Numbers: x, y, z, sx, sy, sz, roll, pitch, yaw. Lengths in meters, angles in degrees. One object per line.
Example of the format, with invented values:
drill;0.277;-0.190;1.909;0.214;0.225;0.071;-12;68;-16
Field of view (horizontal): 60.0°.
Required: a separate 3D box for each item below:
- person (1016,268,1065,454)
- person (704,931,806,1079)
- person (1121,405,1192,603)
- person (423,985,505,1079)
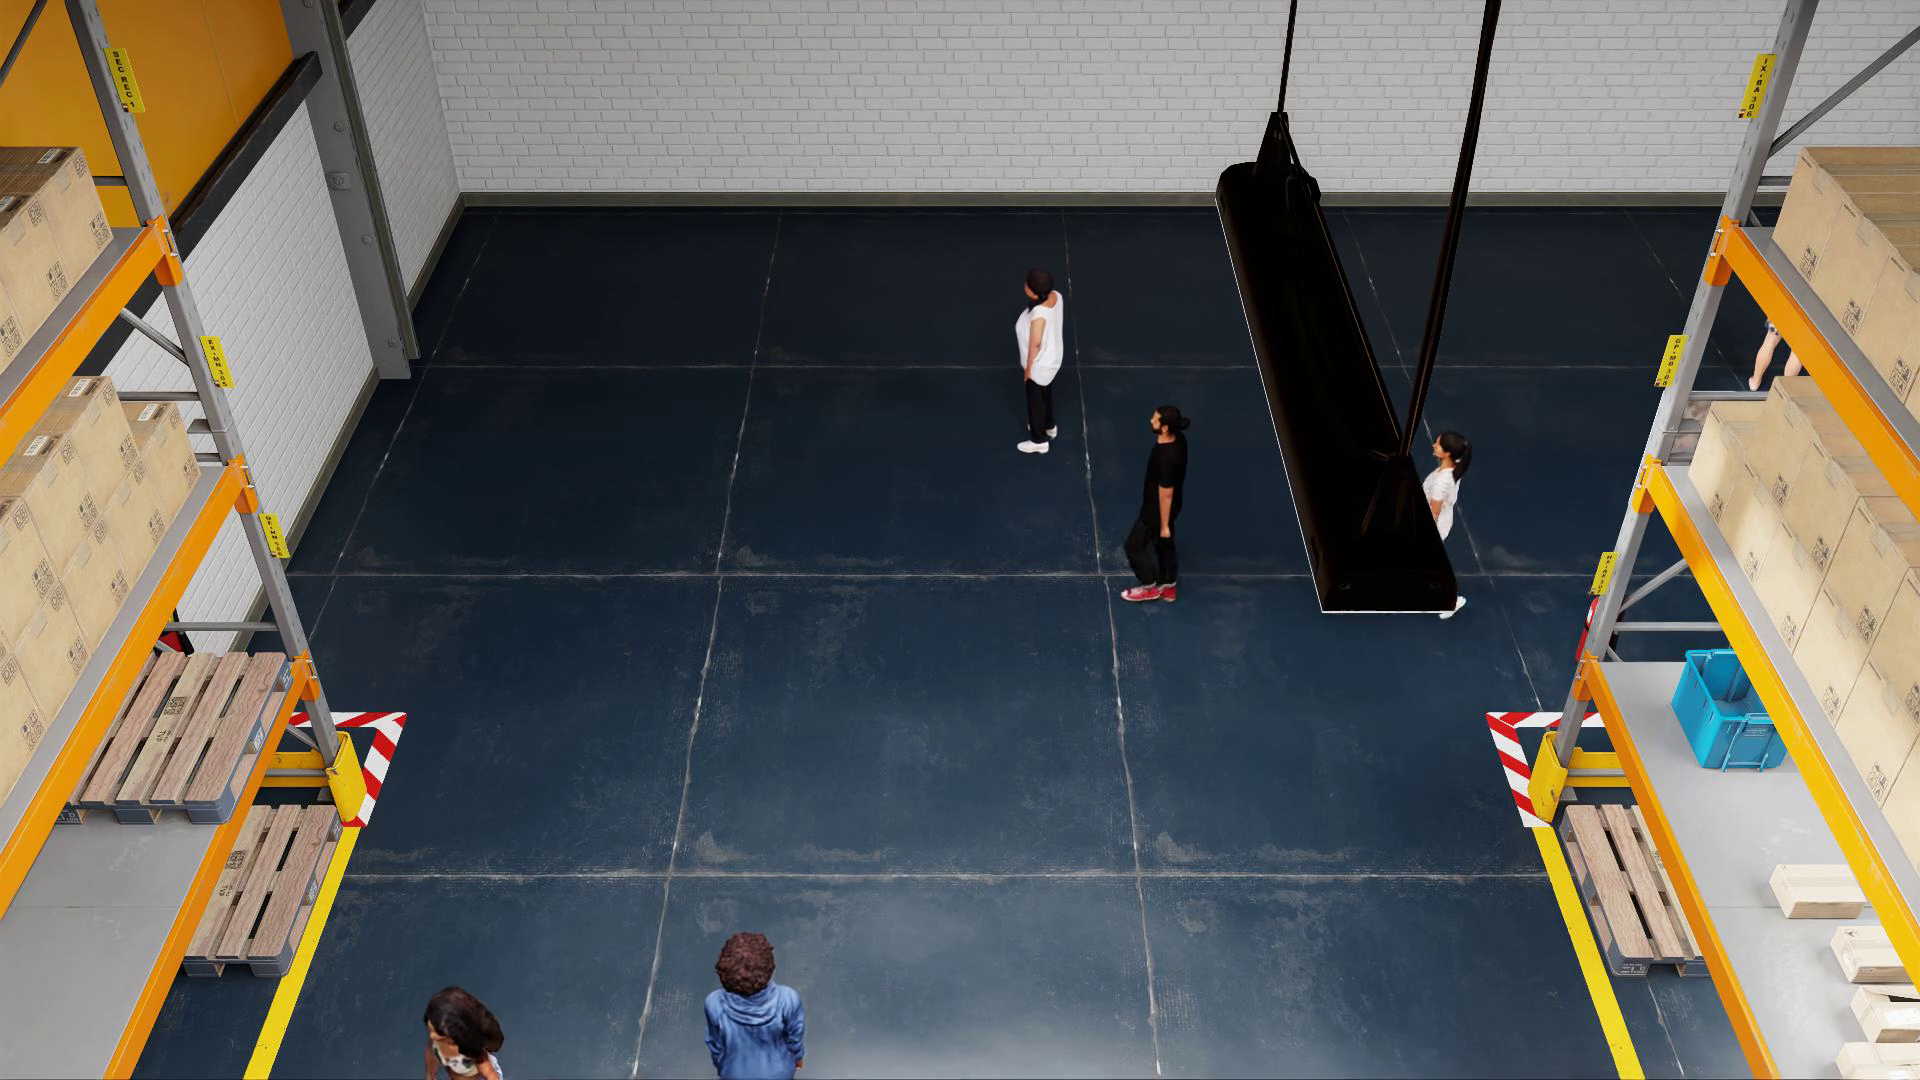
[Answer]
person;0.653;-1.514;13.873;0.797;1.682;0.674;14;41;16
person;-1.045;2.674;8.529;0.685;1.806;0.588;-4;39;-5
person;1.556;-0.228;12.212;0.780;1.744;0.681;11;40;14
person;-2.419;2.774;8.591;0.995;1.573;1.106;28;46;30
